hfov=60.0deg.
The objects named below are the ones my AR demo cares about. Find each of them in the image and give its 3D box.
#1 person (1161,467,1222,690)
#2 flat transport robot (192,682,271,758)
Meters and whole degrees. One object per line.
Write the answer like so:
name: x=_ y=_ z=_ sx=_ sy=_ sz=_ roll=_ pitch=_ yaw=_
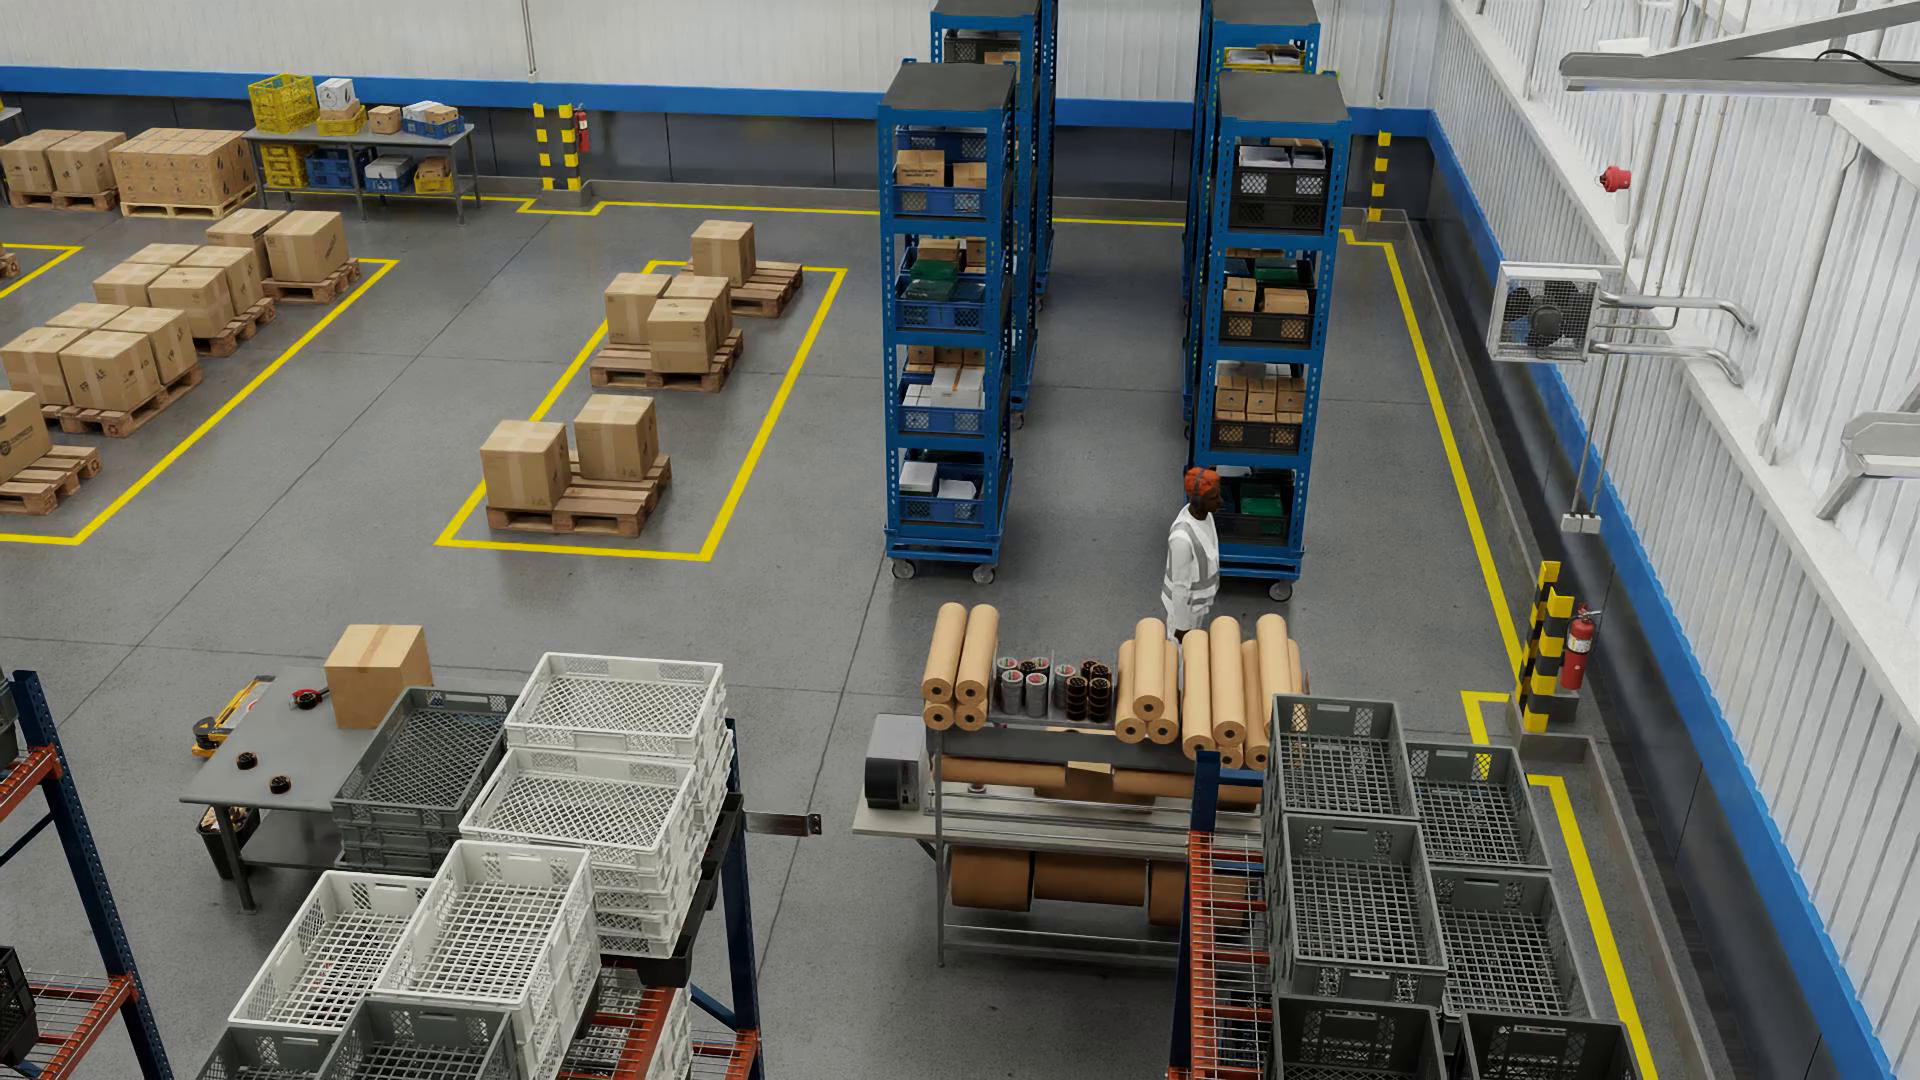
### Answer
person: x=1.442 y=0.399 z=10.384 sx=0.354 sy=1.883 sz=0.573 roll=11 pitch=32 yaw=18
flat transport robot: x=-4.089 y=1.163 z=10.648 sx=1.431 sy=0.197 sz=0.652 roll=3 pitch=30 yaw=6
